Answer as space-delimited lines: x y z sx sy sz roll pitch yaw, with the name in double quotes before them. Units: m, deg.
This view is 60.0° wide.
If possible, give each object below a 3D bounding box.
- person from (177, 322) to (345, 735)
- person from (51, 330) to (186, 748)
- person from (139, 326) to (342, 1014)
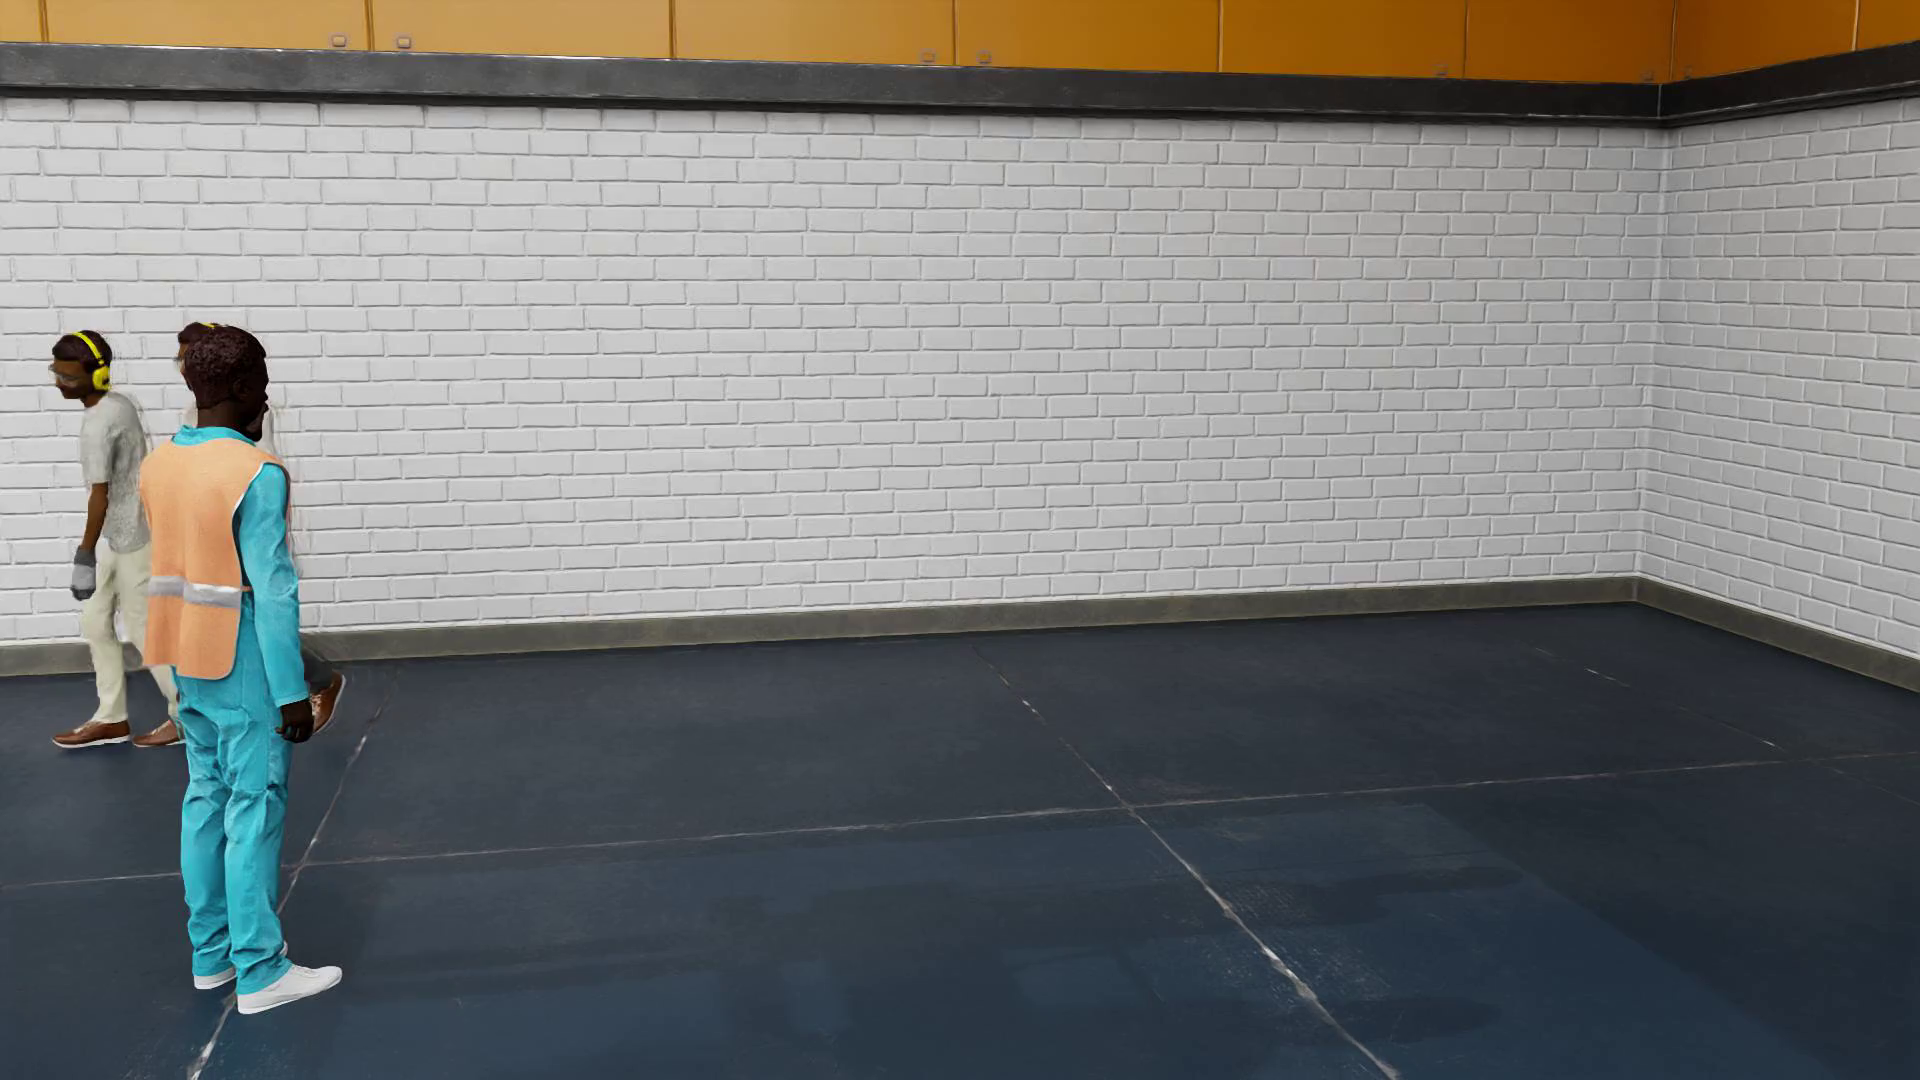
"person" -2.945 0.008 6.982 0.547 1.856 0.590 4 10 25
"person" -3.577 0.025 6.993 0.690 1.813 0.605 -4 10 -25
"person" -2.044 0.365 4.657 0.587 1.911 0.397 7 11 35
